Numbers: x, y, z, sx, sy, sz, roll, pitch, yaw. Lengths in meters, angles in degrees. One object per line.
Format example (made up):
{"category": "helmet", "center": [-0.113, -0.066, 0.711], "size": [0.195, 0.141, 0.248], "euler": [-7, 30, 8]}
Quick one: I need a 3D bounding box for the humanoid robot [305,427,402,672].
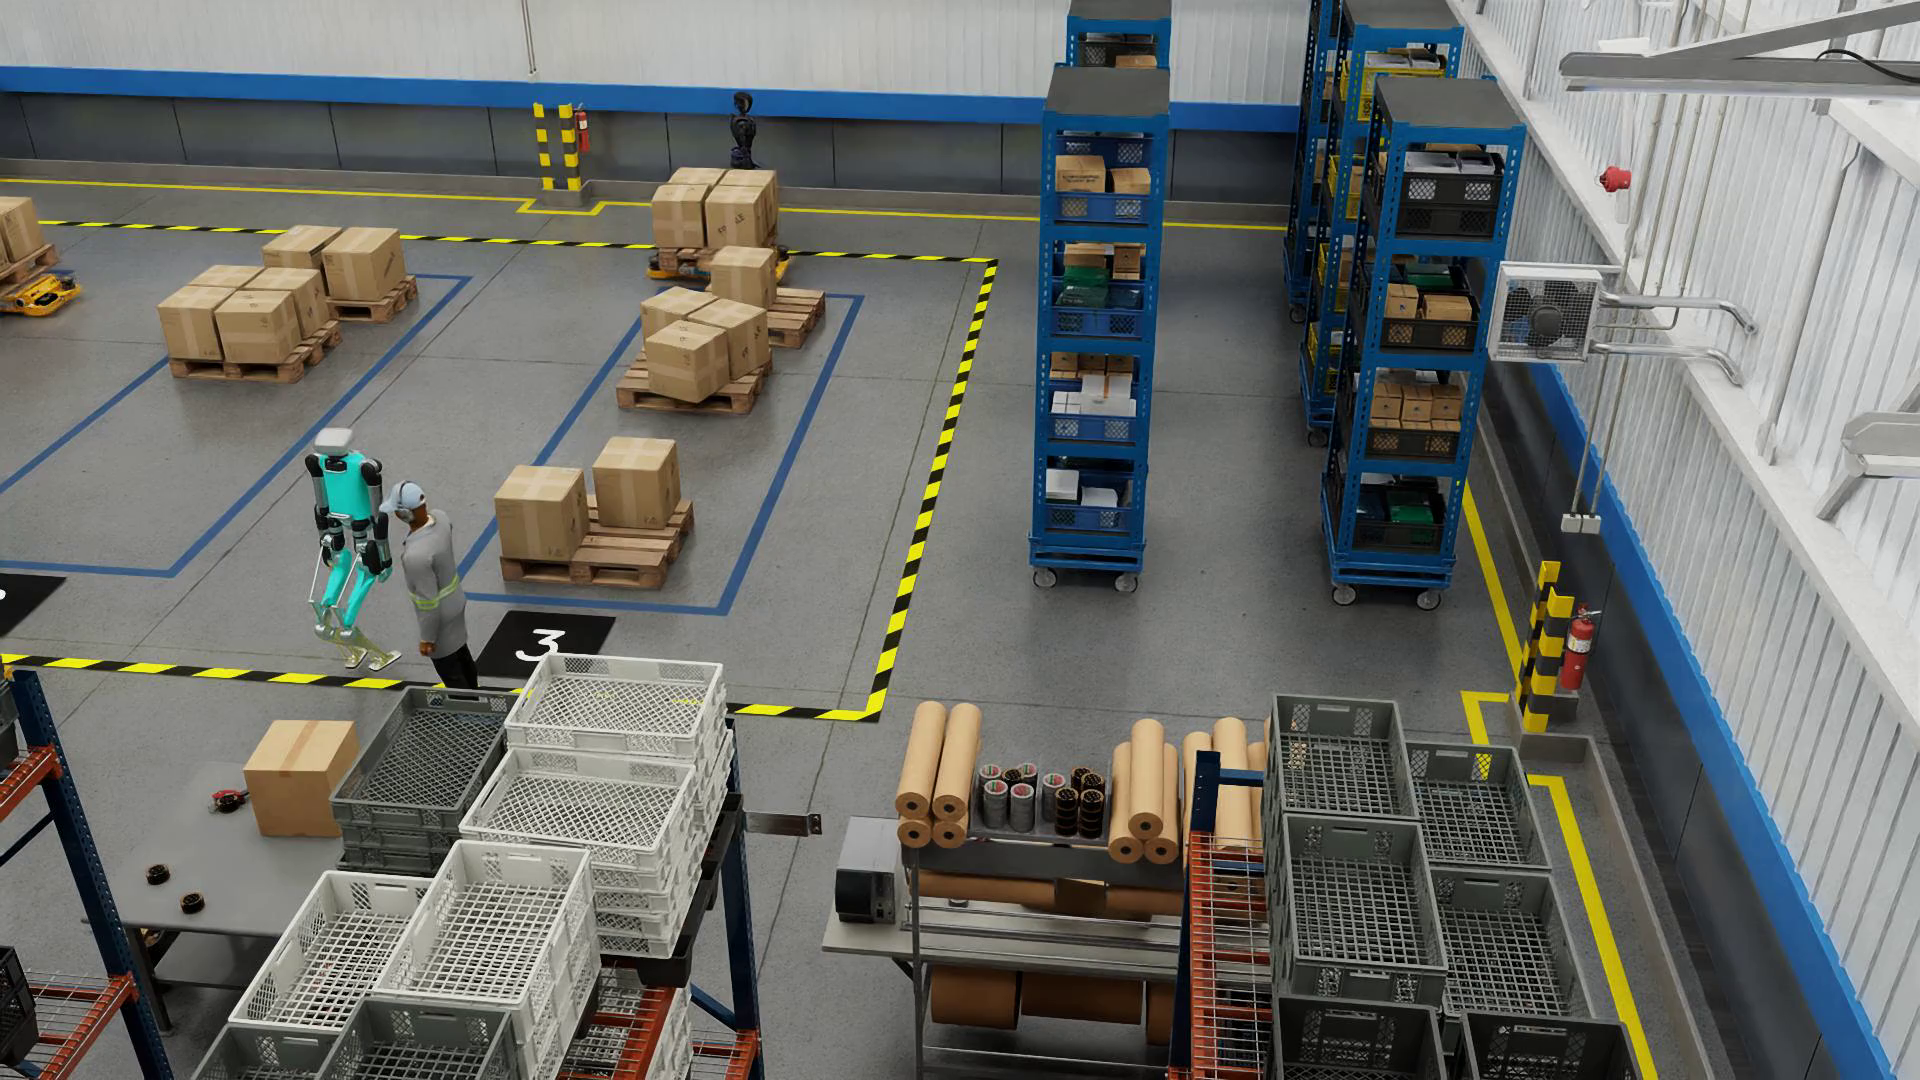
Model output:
{"category": "humanoid robot", "center": [-4.048, 0.145, 10.827], "size": [0.533, 1.681, 0.735], "euler": [9, 31, 15]}

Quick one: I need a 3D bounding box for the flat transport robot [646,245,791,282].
{"category": "flat transport robot", "center": [-2.572, -2.987, 17.776], "size": [1.431, 0.197, 0.652], "euler": [3, 30, 6]}

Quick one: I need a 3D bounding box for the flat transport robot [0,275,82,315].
{"category": "flat transport robot", "center": [-9.860, -2.540, 17.008], "size": [1.431, 0.197, 0.652], "euler": [3, 30, 6]}

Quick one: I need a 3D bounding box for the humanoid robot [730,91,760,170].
{"category": "humanoid robot", "center": [-2.366, -4.122, 18.342], "size": [0.315, 1.653, 0.599], "euler": [-2, 30, -3]}

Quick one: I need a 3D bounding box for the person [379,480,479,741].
{"category": "person", "center": [-3.277, 0.450, 10.333], "size": [0.404, 1.847, 0.587], "euler": [-1, 30, -1]}

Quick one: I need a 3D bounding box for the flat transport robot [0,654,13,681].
{"category": "flat transport robot", "center": [-7.142, 0.969, 11.010], "size": [1.431, 0.231, 0.659], "euler": [3, 30, 6]}
